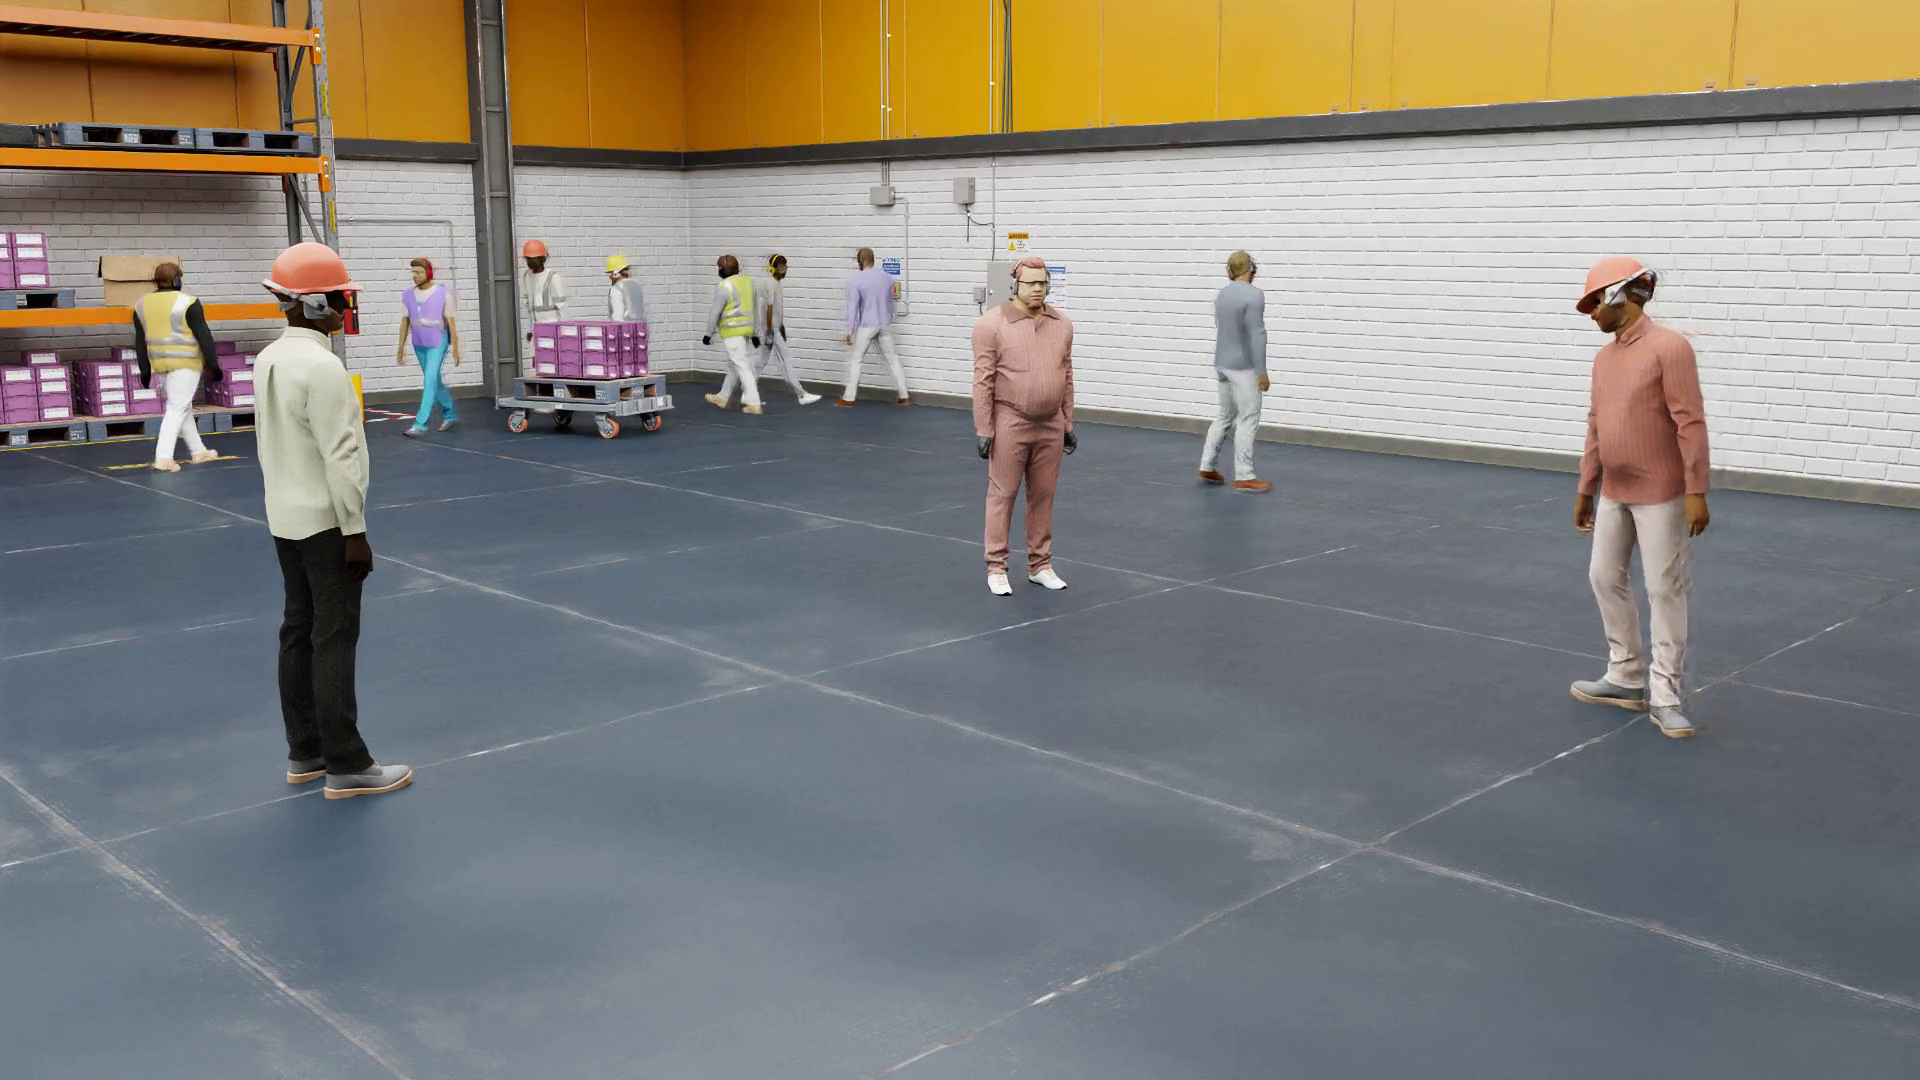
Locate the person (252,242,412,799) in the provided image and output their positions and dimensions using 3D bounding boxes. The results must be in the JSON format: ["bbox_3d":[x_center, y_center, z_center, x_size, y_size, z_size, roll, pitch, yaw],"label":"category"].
[{"bbox_3d":[-2.306,-0.066,6.027,0.609,1.996,0.379,10,14,44],"label":"person"}]

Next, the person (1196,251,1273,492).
[{"bbox_3d":[2.192,-1.338,13.235,0.411,1.903,0.698,-3,11,-18],"label":"person"}]

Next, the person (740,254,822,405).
[{"bbox_3d":[-2.177,-2.490,19.794,0.992,1.798,0.560,-1,10,-7],"label":"person"}]

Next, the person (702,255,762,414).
[{"bbox_3d":[-2.627,-2.346,19.015,0.923,1.792,0.633,5,11,25],"label":"person"}]

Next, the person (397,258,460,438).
[{"bbox_3d":[-5.400,-1.951,16.870,0.596,1.794,0.996,4,11,20],"label":"person"}]

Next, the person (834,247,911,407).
[{"bbox_3d":[-1.065,-2.499,19.639,0.799,1.887,0.568,-7,13,-34],"label":"person"}]

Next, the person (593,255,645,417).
[{"bbox_3d":[-3.795,-2.265,18.532,0.735,1.799,0.603,5,11,24],"label":"person"}]

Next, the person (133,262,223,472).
[{"bbox_3d":[-6.796,-1.501,14.434,0.627,1.797,0.974,3,11,15],"label":"person"}]

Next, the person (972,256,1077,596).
[{"bbox_3d":[0.386,-0.641,9.412,0.651,1.904,0.403,-5,12,-27],"label":"person"}]

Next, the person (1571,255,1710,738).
[{"bbox_3d":[2.826,-0.186,6.858,0.387,1.947,0.759,-3,11,-14],"label":"person"}]

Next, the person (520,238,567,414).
[{"bbox_3d":[-4.682,-2.431,18.966,0.626,2.000,0.734,8,13,36],"label":"person"}]
